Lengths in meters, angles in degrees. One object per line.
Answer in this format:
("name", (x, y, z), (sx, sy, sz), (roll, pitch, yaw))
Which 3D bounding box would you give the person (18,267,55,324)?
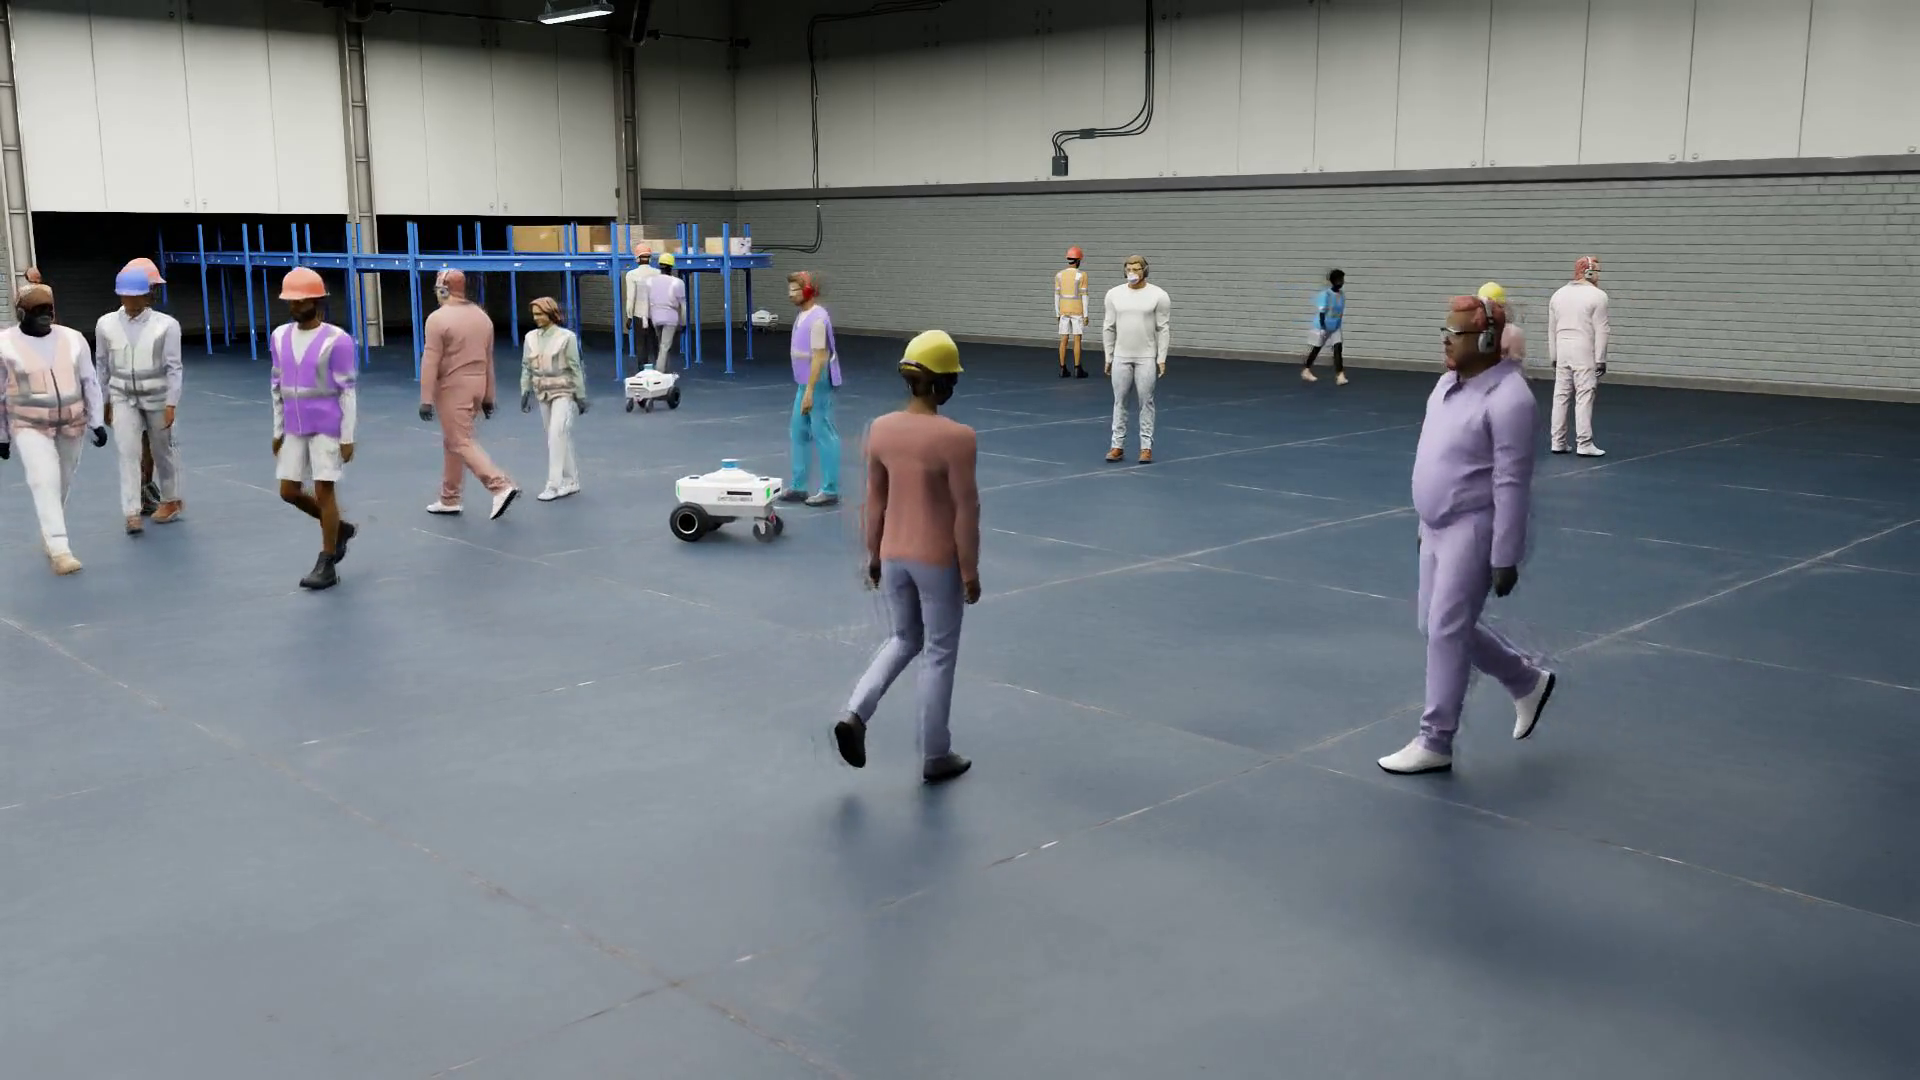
("person", (-13.632, -3.203, 24.590), (0.310, 1.638, 0.523), (7, 12, 32))

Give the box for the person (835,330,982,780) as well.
("person", (-0.183, 0.082, 6.364), (0.529, 1.757, 0.517), (9, 14, 40))

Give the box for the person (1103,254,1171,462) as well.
("person", (1.646, -1.700, 15.575), (0.629, 1.940, 0.376), (4, 11, 19))

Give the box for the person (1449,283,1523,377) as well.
("person", (4.050, -1.109, 12.901), (0.536, 1.745, 0.652), (7, 13, 35))

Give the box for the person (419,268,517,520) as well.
("person", (-3.695, -1.089, 12.445), (0.899, 1.871, 0.678), (4, 11, 22))

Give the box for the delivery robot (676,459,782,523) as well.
("delivery robot", (-1.625, -0.329, 11.736), (0.707, 0.478, 0.477), (2, 11, 9))

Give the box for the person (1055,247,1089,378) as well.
("person", (1.694, -3.411, 24.912), (0.551, 1.935, 0.375), (7, 12, 32))

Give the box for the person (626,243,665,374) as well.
("person", (-4.401, -3.143, 23.293), (0.623, 1.992, 0.396), (-8, 13, -37))

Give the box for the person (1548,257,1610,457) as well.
("person", (5.986, -1.769, 16.051), (0.399, 1.905, 0.643), (-6, 12, -30))

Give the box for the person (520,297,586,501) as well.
("person", (-3.302, -1.115, 13.267), (0.515, 1.607, 0.741), (6, 12, 28))

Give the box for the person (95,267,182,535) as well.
("person", (-5.892, -1.014, 11.982), (0.618, 1.893, 0.909), (-2, 11, -11))

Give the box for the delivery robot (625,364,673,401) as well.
("delivery robot", (-3.798, -1.904, 20.326), (0.477, 0.478, 0.707), (3, 11, 16))

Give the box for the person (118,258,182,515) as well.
("person", (-6.204, -1.177, 12.730), (0.372, 1.935, 0.551), (-2, 11, -12))

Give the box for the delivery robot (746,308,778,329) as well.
("delivery robot", (-4.294, -4.805, 36.147), (0.707, 0.478, 0.477), (7, 12, 33))

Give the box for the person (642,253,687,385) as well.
("person", (-4.088, -3.035, 23.071), (0.577, 1.861, 1.046), (3, 11, 16))

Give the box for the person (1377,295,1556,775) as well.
("person", (2.053, -0.021, 6.571), (0.719, 1.889, 0.648), (-1, 10, -6))

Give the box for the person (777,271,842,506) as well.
("person", (-1.245, -1.179, 13.075), (0.664, 1.822, 0.614), (-4, 11, -20))

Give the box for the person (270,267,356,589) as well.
("person", (-3.895, -0.687, 10.095), (0.571, 1.924, 0.541), (3, 11, 15))

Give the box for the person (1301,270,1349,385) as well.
("person", (5.246, -3.051, 23.784), (0.531, 1.635, 0.888), (-6, 12, -28))

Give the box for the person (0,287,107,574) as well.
("person", (-5.893, -0.734, 10.723), (0.991, 1.791, 0.613), (9, 14, 40))
